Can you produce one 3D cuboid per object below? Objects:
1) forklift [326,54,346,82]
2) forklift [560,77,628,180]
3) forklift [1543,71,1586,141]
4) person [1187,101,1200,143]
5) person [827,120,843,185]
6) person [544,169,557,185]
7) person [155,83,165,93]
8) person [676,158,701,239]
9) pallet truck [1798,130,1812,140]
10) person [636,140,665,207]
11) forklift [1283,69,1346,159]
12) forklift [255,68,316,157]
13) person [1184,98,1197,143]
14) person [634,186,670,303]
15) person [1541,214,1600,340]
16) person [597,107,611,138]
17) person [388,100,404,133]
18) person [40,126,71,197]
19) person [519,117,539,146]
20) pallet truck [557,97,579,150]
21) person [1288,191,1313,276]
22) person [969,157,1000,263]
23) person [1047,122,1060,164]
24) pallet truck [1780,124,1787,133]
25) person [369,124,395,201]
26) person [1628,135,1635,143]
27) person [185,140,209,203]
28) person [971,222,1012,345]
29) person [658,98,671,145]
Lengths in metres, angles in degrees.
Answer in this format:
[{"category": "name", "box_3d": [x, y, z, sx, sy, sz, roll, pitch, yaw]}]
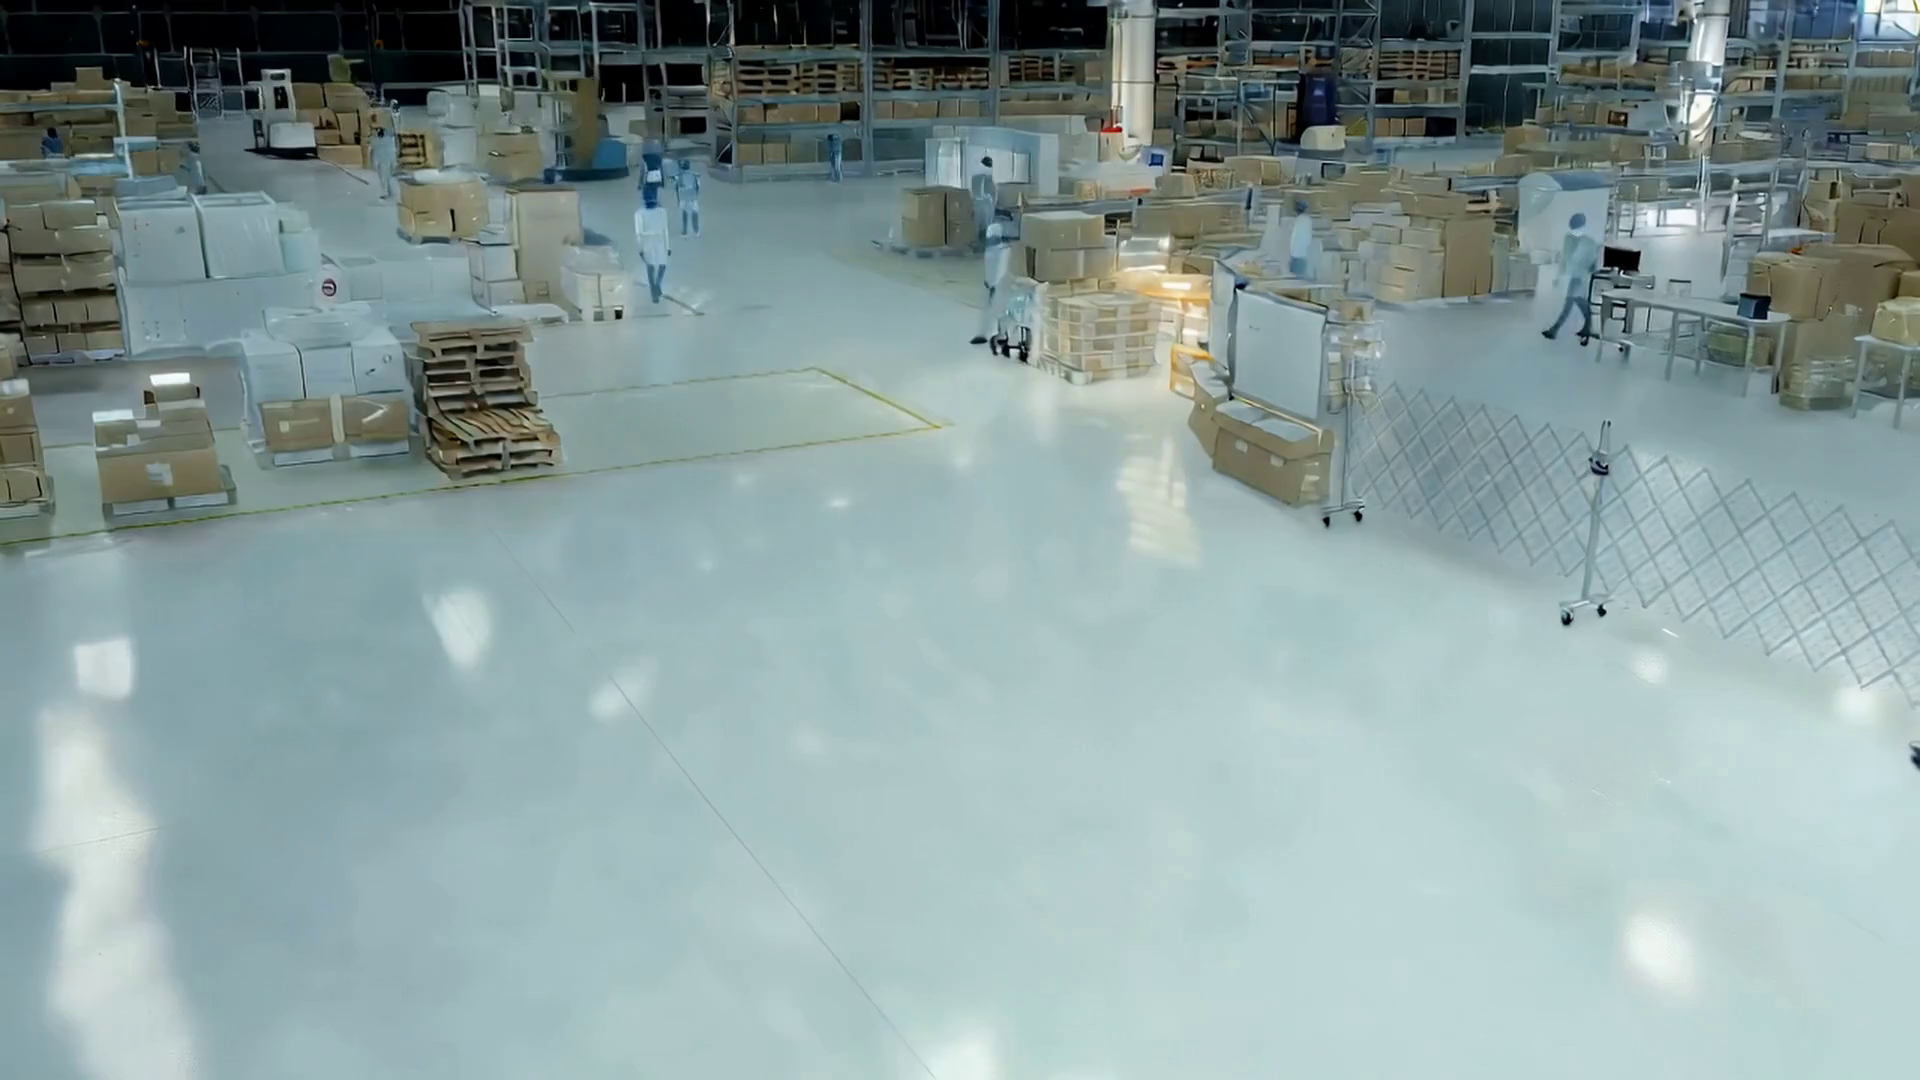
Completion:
[{"category": "forklift", "box_3d": [-26.571, -19.320, 71.065, 1.873, 2.768, 1.129, 1, 18, 4]}, {"category": "forklift", "box_3d": [-10.605, -11.778, 47.552, 1.873, 2.768, 1.129, -9, 20, -26]}, {"category": "forklift", "box_3d": [18.685, -13.231, 52.085, 1.873, 2.768, 1.129, -9, 20, -26]}, {"category": "person", "box_3d": [8.215, -14.699, 58.681, 0.512, 1.617, 0.466, 0, 18, 1]}, {"category": "person", "box_3d": [-3.470, -10.765, 46.207, 0.518, 1.756, 0.343, -16, 24, -40]}, {"category": "person", "box_3d": [-7.375, -5.778, 30.319, 0.608, 1.966, 0.370, 13, 22, 34]}, {"category": "person", "box_3d": [-31.271, -16.928, 65.215, 1.006, 1.876, 0.561, -3, 18, -11]}, {"category": "person", "box_3d": [-5.768, -7.251, 35.348, 0.537, 1.695, 0.320, -8, 20, -24]}, {"category": "pallet truck", "box_3d": [25.526, -11.556, 49.408, 1.630, 1.274, 0.653, -9, 20, -26]}, {"category": "person", "box_3d": [-7.094, -8.146, 37.841, 0.979, 1.871, 0.619, 11, 21, 31]}, {"category": "forklift", "box_3d": [11.615, -13.871, 54.079, 1.129, 2.768, 1.873, -9, 20, -27]}, {"category": "forklift", "box_3d": [-22.375, -14.116, 54.842, 1.873, 2.768, 1.129, 13, 22, 34]}, {"category": "person", "box_3d": [7.495, -13.756, 55.178, 0.723, 1.976, 0.639, 11, 21, 32]}, {"category": "person", "box_3d": [-5.129, -4.931, 27.755, 0.571, 1.920, 0.427, -6, 19, -18]}, {"category": "person", "box_3d": [9.113, -3.887, 24.597, 1.018, 1.867, 0.573, -7, 19, -22]}, {"category": "person", "box_3d": [-10.647, -11.991, 49.836, 1.042, 1.873, 0.640, 5, 18, 14]}, {"category": "person", "box_3d": [-20.024, -14.848, 59.194, 0.513, 1.596, 0.858, 5, 18, 16]}, {"category": "person", "box_3d": [-23.584, -9.880, 43.384, 0.920, 1.803, 0.615, 15, 23, 38]}, {"category": "person", "box_3d": [-12.976, -11.890, 49.974, 0.516, 1.596, 0.850, 8, 19, 23]}, {"category": "pallet truck", "box_3d": [-13.495, -14.412, 57.188, 0.823, 1.965, 1.885, -3, 18, -9]}, {"category": "person", "box_3d": [5.444, -4.539, 26.433, 0.648, 1.981, 0.629, 1, 18, 5]}, {"category": "person", "box_3d": [0.469, -6.360, 32.060, 0.591, 2.009, 0.609, -11, 21, -31]}, {"category": "person", "box_3d": [2.423, -9.955, 43.472, 0.424, 1.892, 0.652, -11, 21, -31]}, {"category": "pallet truck", "box_3d": [25.206, -12.542, 52.601, 1.601, 1.201, 0.680, 0, 18, -2]}, {"category": "person", "box_3d": [-14.699, -9.632, 42.401, 0.644, 1.927, 0.635, 2, 18, 7]}, {"category": "person", "box_3d": [24.148, -15.103, 59.728, 0.324, 1.760, 0.523, 3, 18, 9]}, {"category": "person", "box_3d": [-17.440, -8.247, 38.218, 0.563, 1.836, 0.844, 5, 19, 16]}, {"category": "person", "box_3d": [0.530, -3.701, 24.107, 0.603, 1.798, 0.609, -9, 20, -25]}, {"category": "person", "box_3d": [-9.604, -13.410, 54.175, 0.374, 1.928, 0.542, -9, 20, -25]}]
